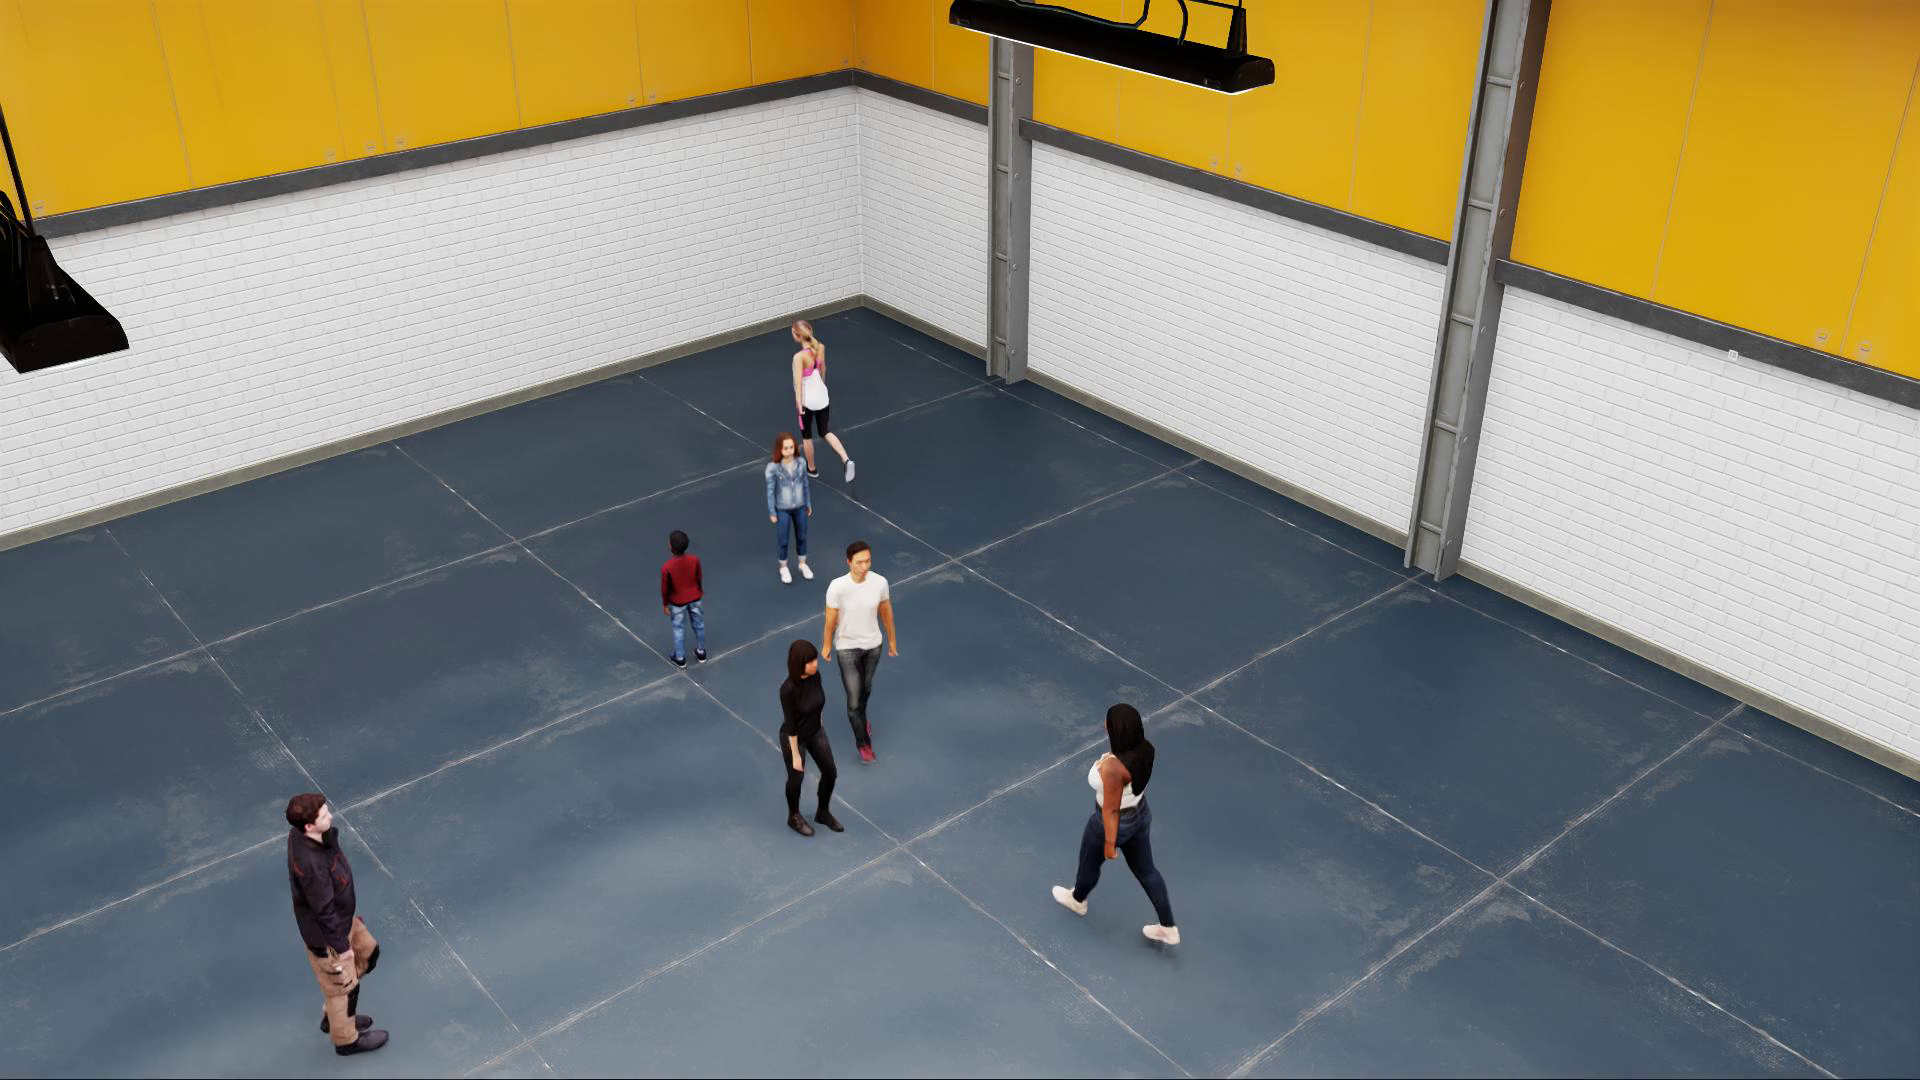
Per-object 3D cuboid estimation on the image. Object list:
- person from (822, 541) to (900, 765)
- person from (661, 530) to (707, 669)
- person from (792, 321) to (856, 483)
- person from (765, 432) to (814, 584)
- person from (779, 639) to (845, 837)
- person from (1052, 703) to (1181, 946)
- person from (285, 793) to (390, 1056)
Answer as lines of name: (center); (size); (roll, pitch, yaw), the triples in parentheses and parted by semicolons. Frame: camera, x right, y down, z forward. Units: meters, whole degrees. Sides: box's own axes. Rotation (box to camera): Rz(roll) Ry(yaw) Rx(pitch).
person: (-0.812, 0.760, 12.817); (0.860, 1.775, 1.051); (-12, 31, -21)
person: (-2.285, 0.482, 13.868); (0.536, 1.255, 0.531); (-15, 32, -26)
person: (-1.412, -1.347, 16.695); (1.063, 1.760, 0.708); (25, 37, 38)
person: (-1.548, -0.313, 15.101); (0.595, 1.472, 0.535); (-15, 32, -25)
person: (-1.180, 1.388, 11.818); (0.648, 1.629, 0.605); (23, 36, 36)
person: (1.130, 1.885, 10.766); (1.236, 1.763, 0.777); (23, 36, 36)
person: (-3.815, 2.303, 9.841); (0.867, 1.916, 0.720); (-11, 31, -20)
